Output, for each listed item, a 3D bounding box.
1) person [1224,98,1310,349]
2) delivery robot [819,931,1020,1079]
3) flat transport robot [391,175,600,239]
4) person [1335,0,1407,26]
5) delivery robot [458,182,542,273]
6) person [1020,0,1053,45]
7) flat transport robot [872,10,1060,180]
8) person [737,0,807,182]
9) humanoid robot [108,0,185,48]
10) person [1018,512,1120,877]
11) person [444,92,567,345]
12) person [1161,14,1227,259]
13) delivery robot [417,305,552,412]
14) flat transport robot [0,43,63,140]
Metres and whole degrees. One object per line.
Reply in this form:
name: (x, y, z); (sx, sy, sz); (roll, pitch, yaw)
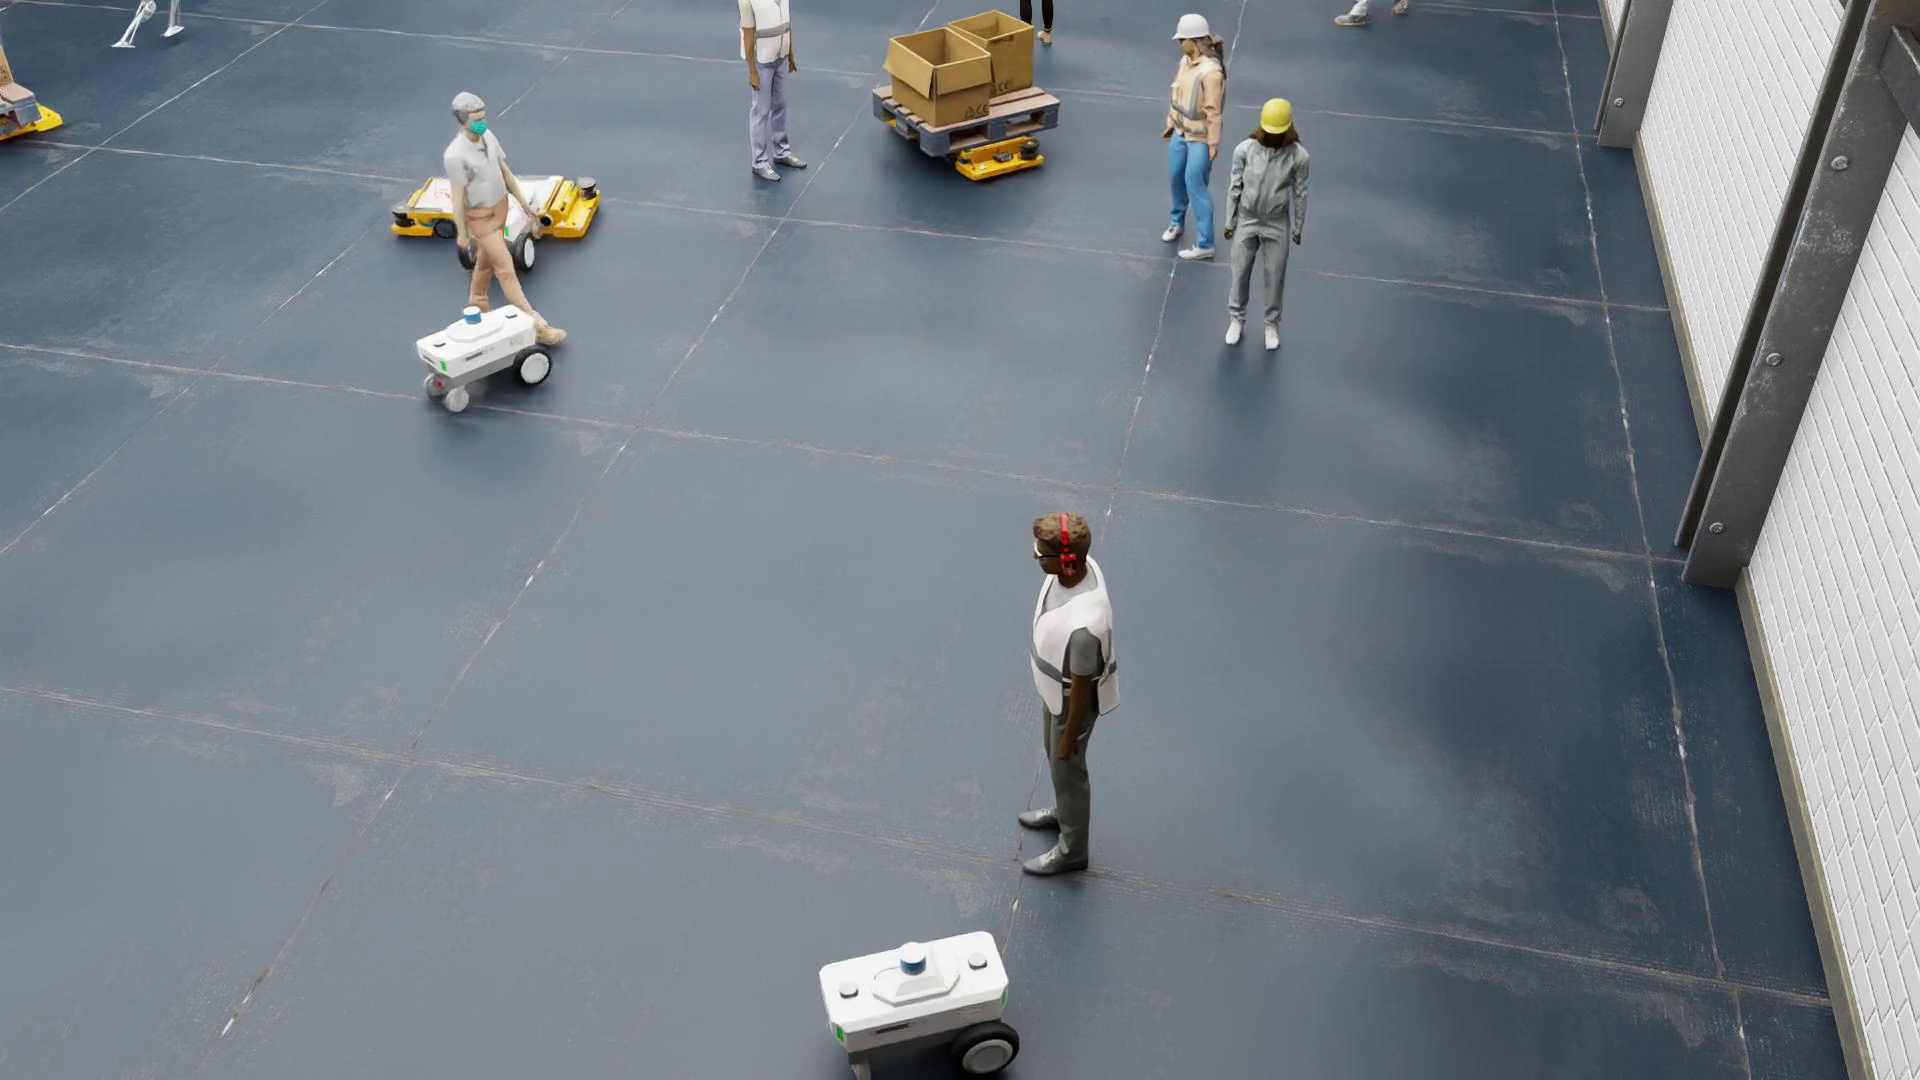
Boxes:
person: (1.955, -2.027, 10.711); (0.498, 1.730, 0.355); (7, 37, 10)
delivery robot: (-0.172, 1.805, 6.558); (0.738, 0.586, 0.524); (-9, 38, -12)
flat transport robot: (-3.506, -2.520, 12.591); (1.431, 0.231, 0.659); (1, 37, 1)
person: (4.058, -5.813, 15.680); (0.842, 1.852, 0.579); (-13, 39, -17)
delivery robot: (-3.309, -2.306, 12.060); (0.499, 0.587, 0.788); (4, 37, 5)
person: (0.664, -5.332, 15.158); (0.534, 1.696, 0.322); (-18, 40, -22)
flat transport robot: (0.028, -3.355, 13.708); (0.659, 0.231, 1.431); (-19, 41, -24)
person: (-1.484, -3.716, 12.886); (0.396, 1.838, 0.558); (20, 41, 25)
humanoid robot: (-7.492, -5.331, 15.120); (0.542, 1.759, 0.954); (15, 39, 20)
person: (0.462, 0.651, 7.043); (0.403, 1.832, 0.568); (-3, 37, -4)
person: (-3.012, -2.093, 10.813); (0.816, 1.706, 0.463); (10, 38, 14)
person: (1.702, -2.890, 11.895); (0.375, 1.692, 0.599); (-16, 40, -20)
delivery robot: (-3.031, -1.206, 10.610); (0.791, 0.614, 0.499); (-30, 46, -34)
flat transport robot: (-8.292, -3.384, 13.746); (0.659, 0.231, 1.431); (27, 45, 31)
